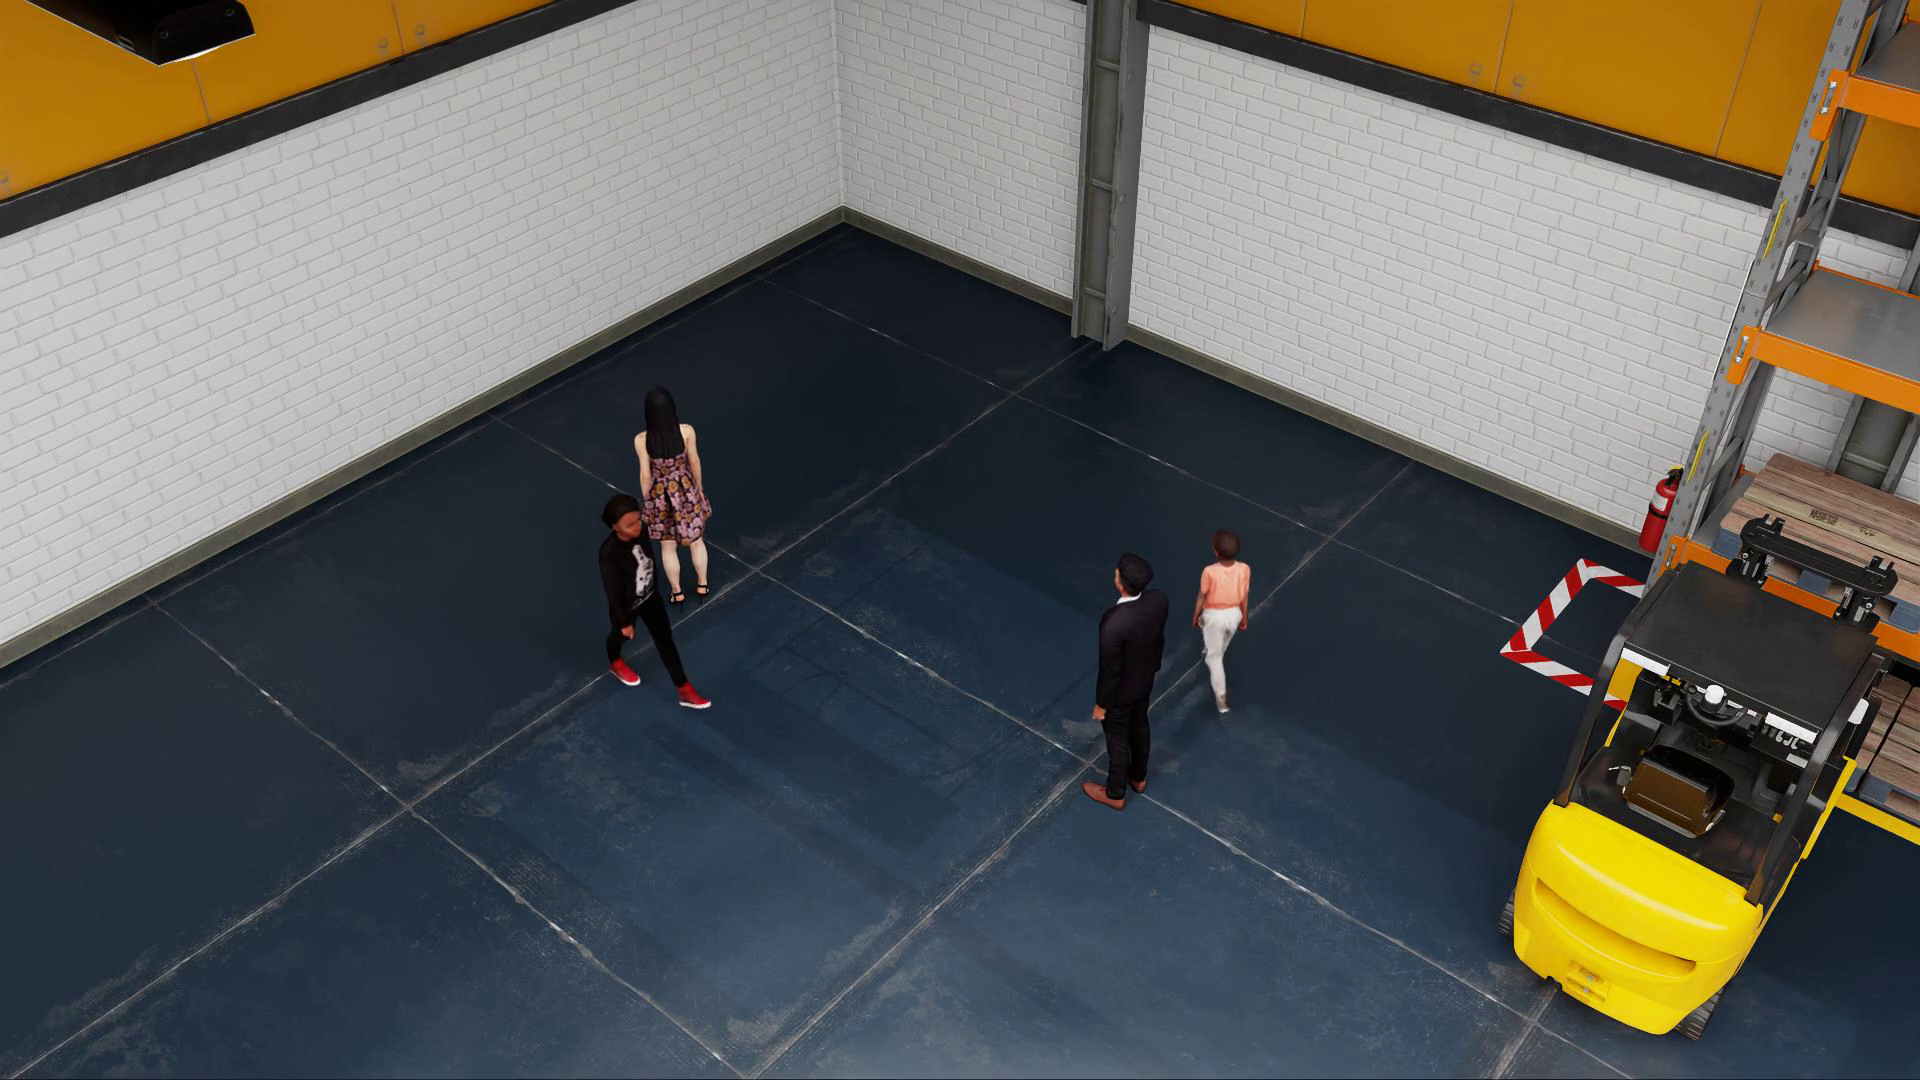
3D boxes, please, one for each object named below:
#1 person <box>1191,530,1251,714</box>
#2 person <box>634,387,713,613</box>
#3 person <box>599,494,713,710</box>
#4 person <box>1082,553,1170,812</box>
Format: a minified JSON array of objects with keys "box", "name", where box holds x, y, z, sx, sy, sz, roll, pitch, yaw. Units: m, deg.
[{"box":[1.684,0.527,10.624,0.854,1.297,0.947,-5,39,-6],"name":"person"},{"box":[-1.941,-0.274,11.244,0.786,1.773,0.820,-15,41,-18],"name":"person"},{"box":[-2.137,0.367,10.559,1.086,1.626,0.632,25,45,28],"name":"person"},{"box":[0.985,0.840,9.762,0.708,1.883,0.571,-32,48,-33],"name":"person"}]
